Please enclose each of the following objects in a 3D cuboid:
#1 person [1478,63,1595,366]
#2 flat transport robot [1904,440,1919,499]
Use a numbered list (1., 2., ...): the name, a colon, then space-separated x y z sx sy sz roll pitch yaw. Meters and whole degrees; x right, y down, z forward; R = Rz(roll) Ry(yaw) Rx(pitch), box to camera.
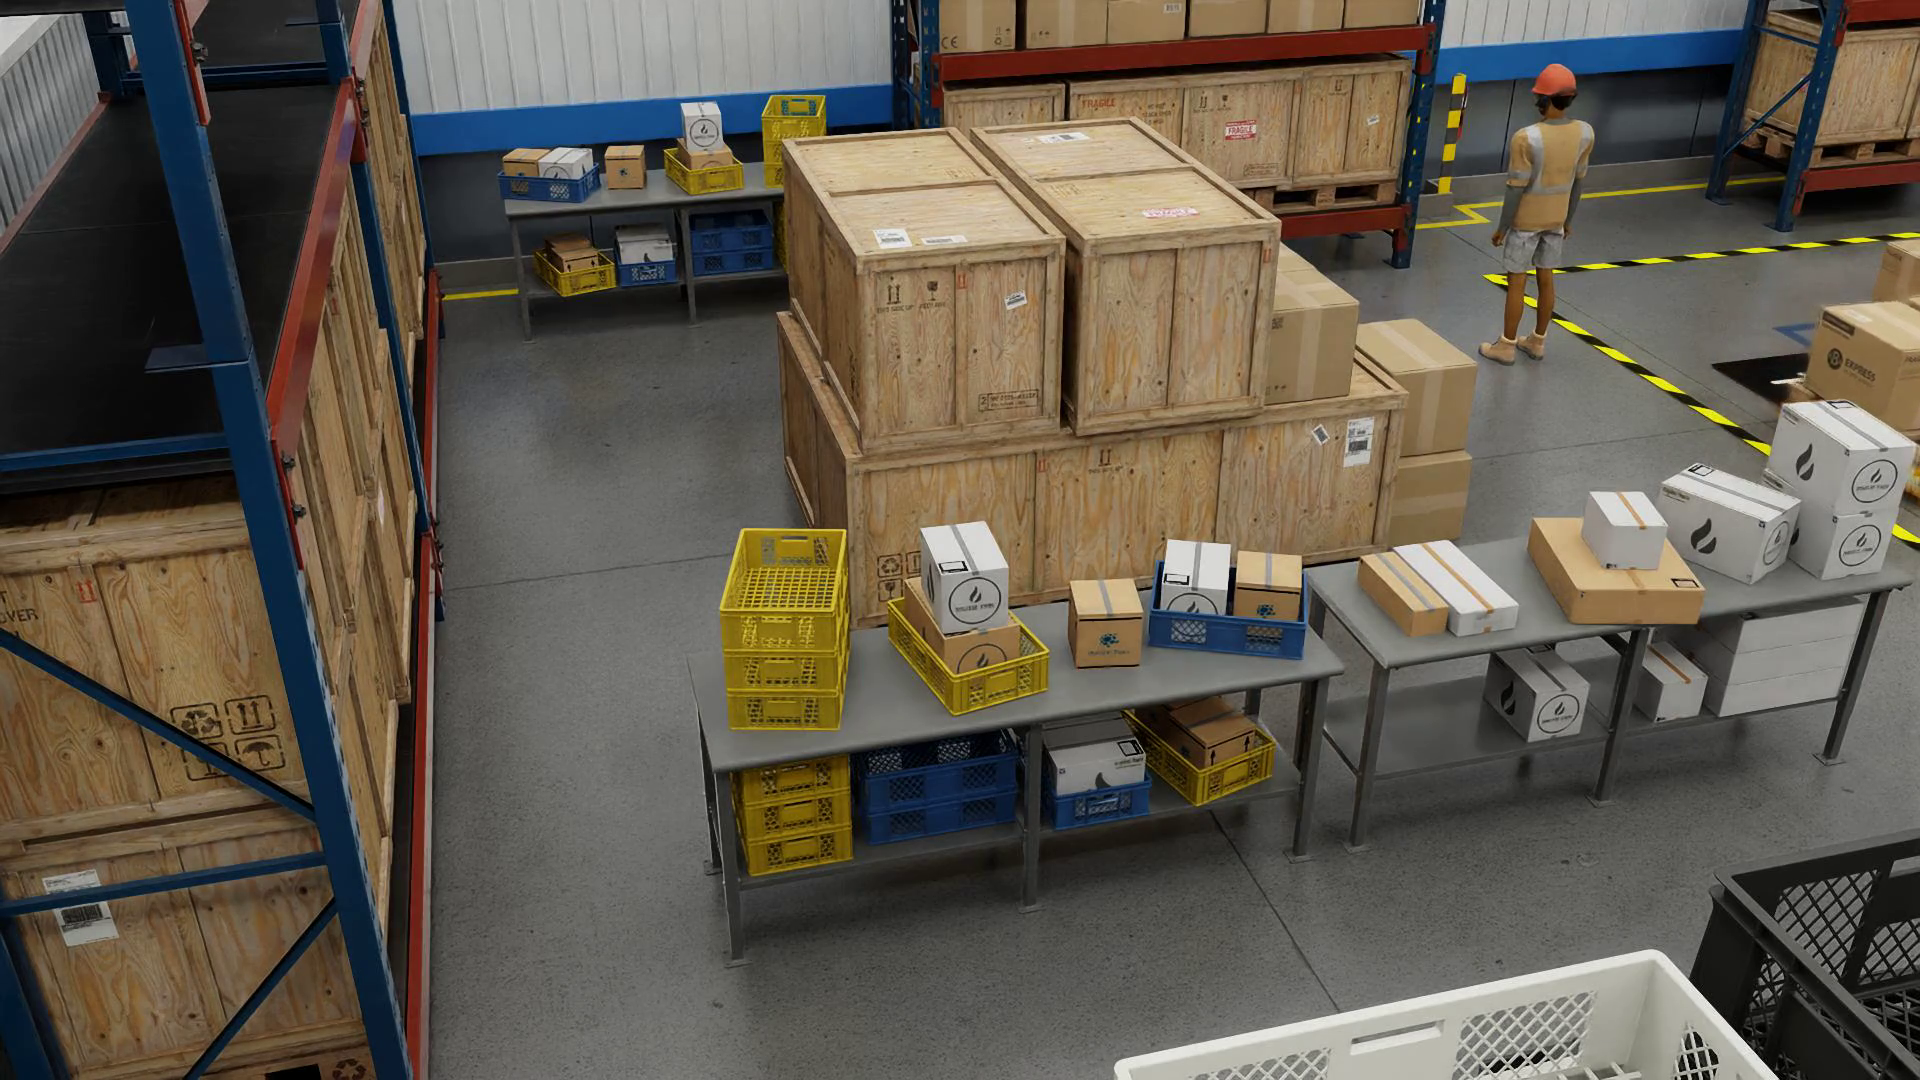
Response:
1. person: 3.881 -2.173 11.224 0.604 2.045 0.369 -9 30 -17
2. flat transport robot: 5.782 -0.542 10.071 0.652 0.197 1.431 -7 30 -13
